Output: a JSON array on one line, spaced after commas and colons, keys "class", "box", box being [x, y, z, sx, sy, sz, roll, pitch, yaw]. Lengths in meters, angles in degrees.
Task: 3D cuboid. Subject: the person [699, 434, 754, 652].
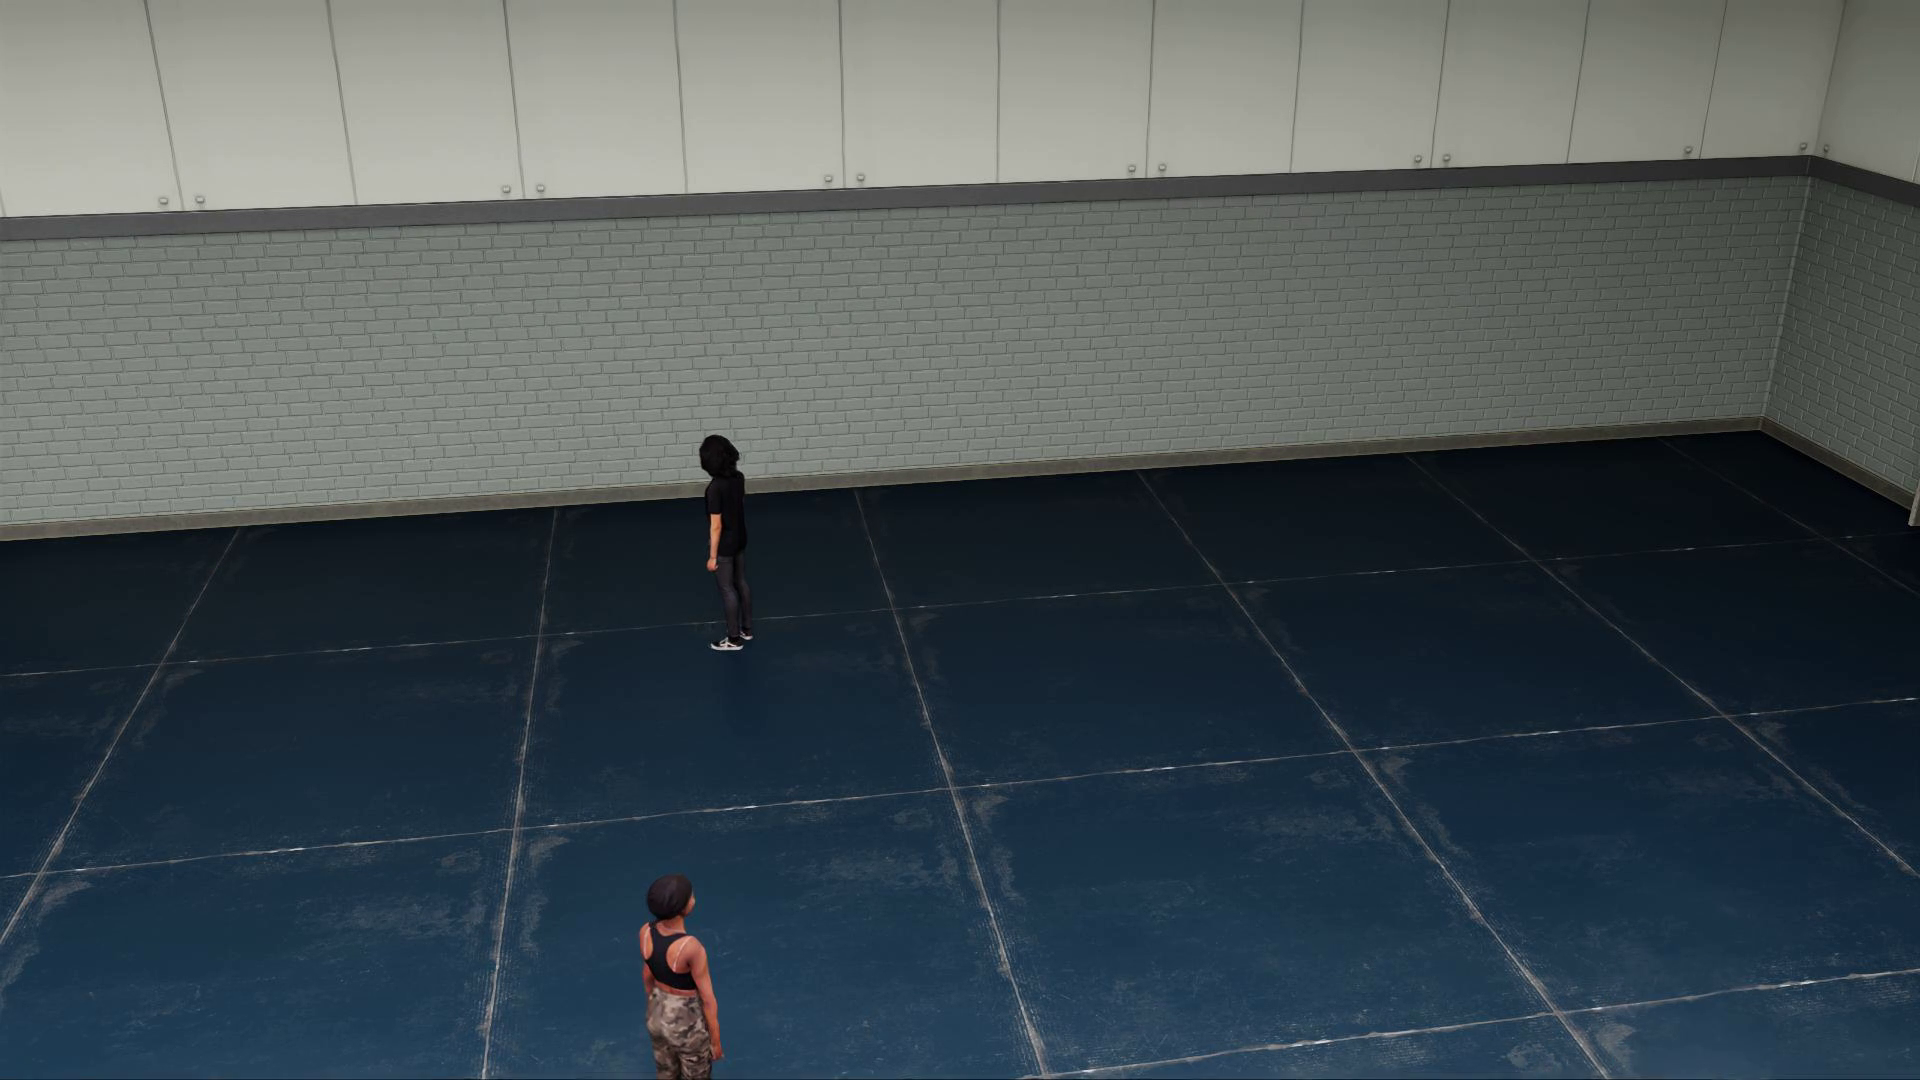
[{"class": "person", "box": [-1.880, 0.011, 13.494, 0.760, 1.834, 0.657, 10, 25, 23]}]

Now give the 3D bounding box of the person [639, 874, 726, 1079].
[{"class": "person", "box": [-1.371, 2.369, 8.121, 0.655, 1.700, 0.706, 14, 27, 30]}]
